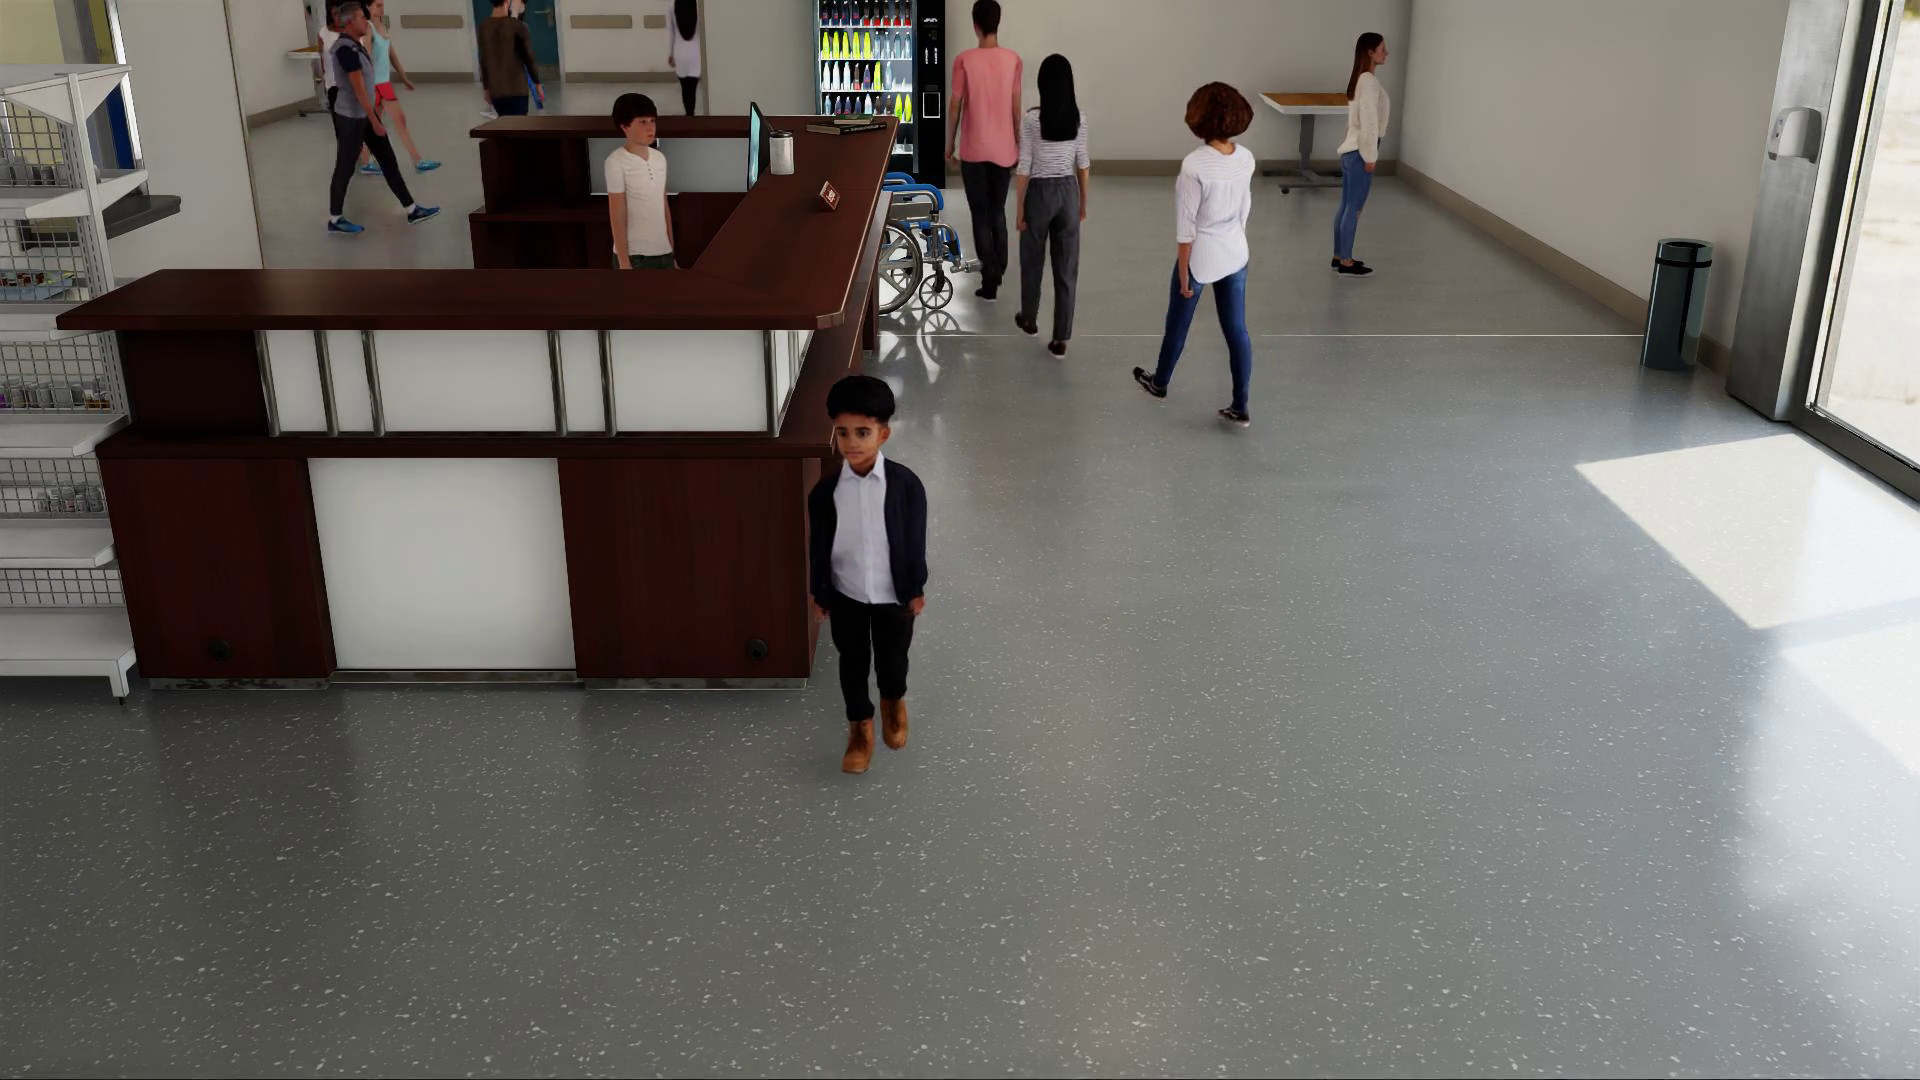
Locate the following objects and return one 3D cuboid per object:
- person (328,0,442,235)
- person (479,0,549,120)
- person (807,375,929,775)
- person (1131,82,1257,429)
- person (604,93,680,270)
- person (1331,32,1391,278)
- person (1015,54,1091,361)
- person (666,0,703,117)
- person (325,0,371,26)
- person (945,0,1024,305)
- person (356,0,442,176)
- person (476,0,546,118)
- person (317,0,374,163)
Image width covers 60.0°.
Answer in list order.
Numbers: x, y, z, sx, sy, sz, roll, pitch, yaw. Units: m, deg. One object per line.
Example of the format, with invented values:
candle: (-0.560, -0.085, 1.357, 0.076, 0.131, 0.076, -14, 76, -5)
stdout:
person: (-4.911, -3.321, 13.261, 1.135, 1.786, 0.800, -2, 21, -6)
person: (-5.272, -5.932, 20.198, 1.097, 1.755, 0.758, -5, 21, -13)
person: (-0.262, 0.092, 4.996, 0.535, 1.218, 0.596, 2, 21, 6)
person: (1.318, -1.380, 8.294, 1.128, 1.674, 1.008, -9, 22, -22)
person: (-1.606, -1.415, 8.414, 0.683, 1.654, 0.655, 13, 24, 30)
person: (2.857, -2.753, 11.896, 0.547, 1.691, 0.624, 1, 21, 2)
person: (0.555, -1.887, 9.584, 0.935, 1.708, 0.778, -4, 21, -10)
person: (-3.123, -5.474, 18.992, 1.089, 1.752, 0.685, 0, 21, 0)
person: (-7.375, -6.063, 20.353, 0.972, 1.889, 0.882, -1, 21, -4)
person: (0.199, -2.520, 10.926, 0.802, 1.941, 0.803, -6, 22, -15)
person: (-5.749, -4.417, 16.236, 1.035, 1.728, 0.545, 0, 21, 0)
person: (-4.149, -4.070, 15.128, 0.908, 1.863, 0.878, 7, 22, 19)
person: (-6.142, -4.568, 16.753, 1.107, 1.645, 0.922, -5, 21, -14)
